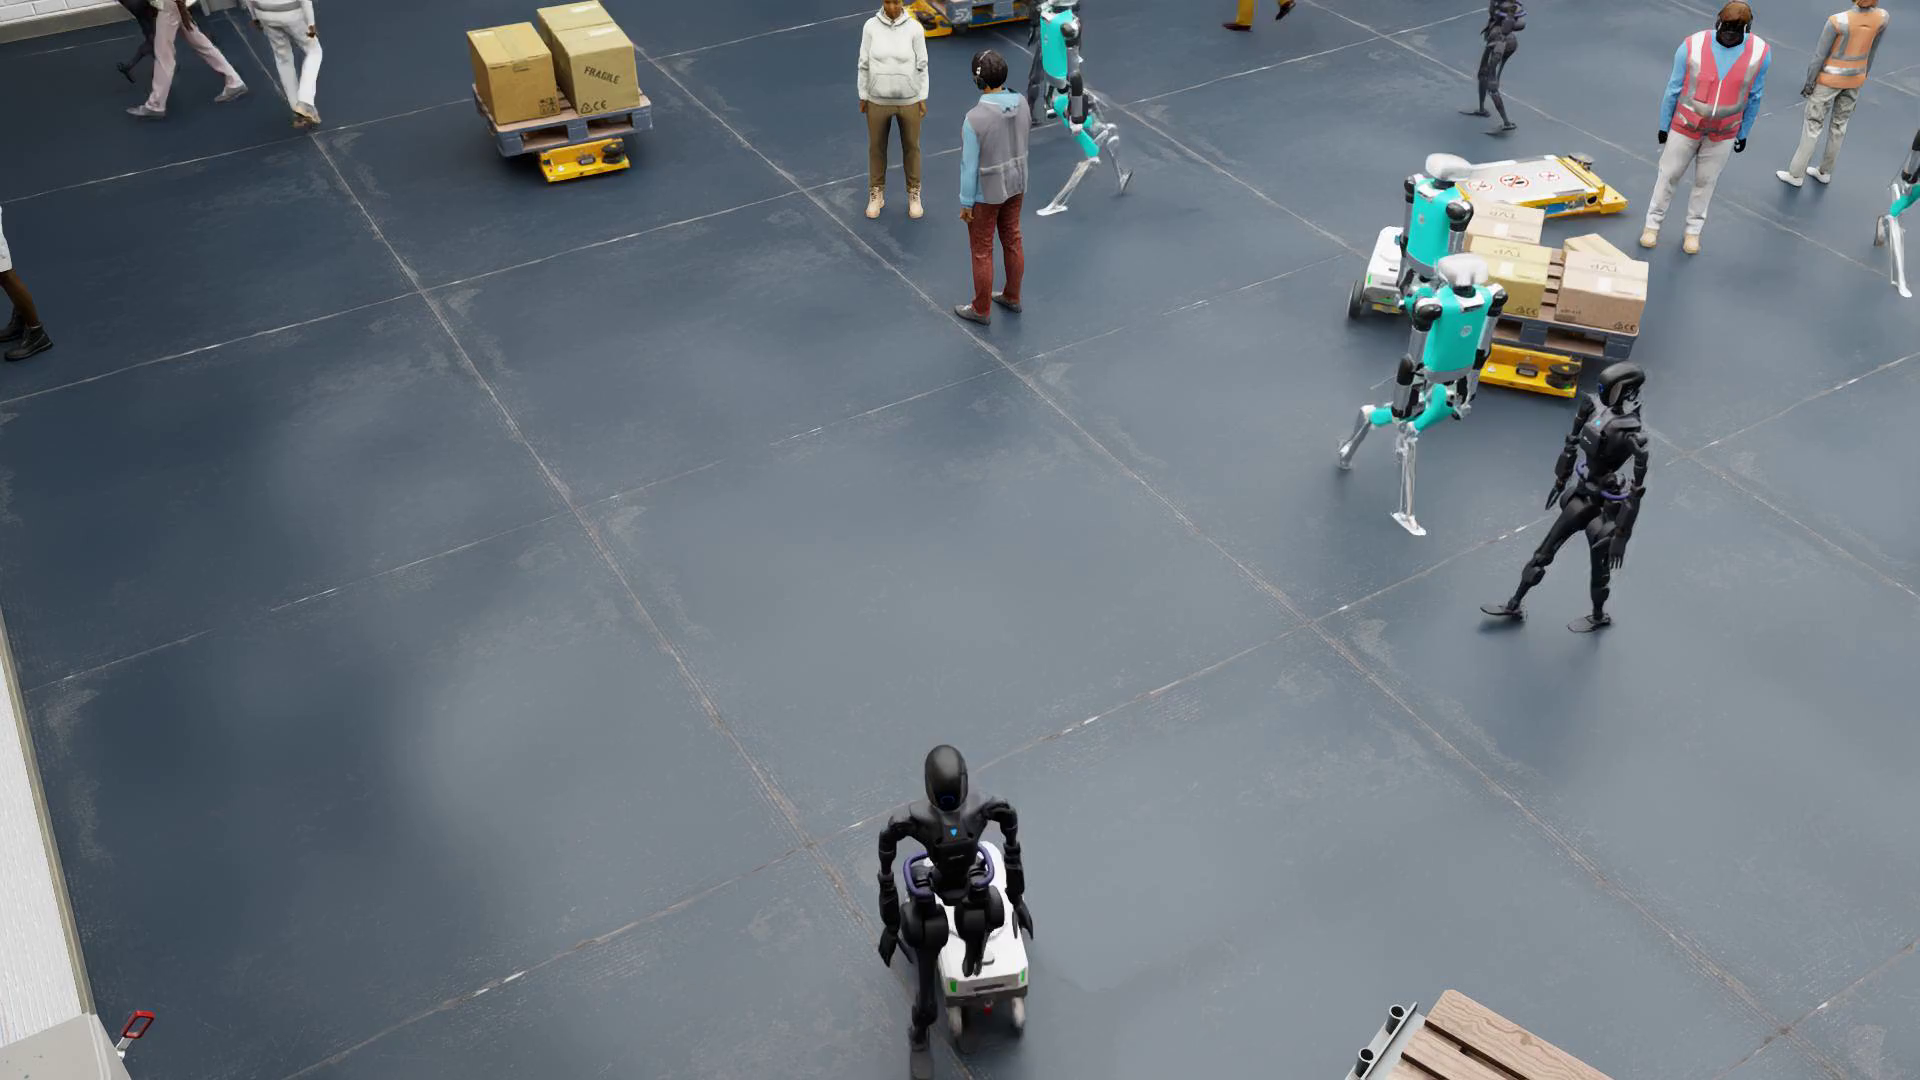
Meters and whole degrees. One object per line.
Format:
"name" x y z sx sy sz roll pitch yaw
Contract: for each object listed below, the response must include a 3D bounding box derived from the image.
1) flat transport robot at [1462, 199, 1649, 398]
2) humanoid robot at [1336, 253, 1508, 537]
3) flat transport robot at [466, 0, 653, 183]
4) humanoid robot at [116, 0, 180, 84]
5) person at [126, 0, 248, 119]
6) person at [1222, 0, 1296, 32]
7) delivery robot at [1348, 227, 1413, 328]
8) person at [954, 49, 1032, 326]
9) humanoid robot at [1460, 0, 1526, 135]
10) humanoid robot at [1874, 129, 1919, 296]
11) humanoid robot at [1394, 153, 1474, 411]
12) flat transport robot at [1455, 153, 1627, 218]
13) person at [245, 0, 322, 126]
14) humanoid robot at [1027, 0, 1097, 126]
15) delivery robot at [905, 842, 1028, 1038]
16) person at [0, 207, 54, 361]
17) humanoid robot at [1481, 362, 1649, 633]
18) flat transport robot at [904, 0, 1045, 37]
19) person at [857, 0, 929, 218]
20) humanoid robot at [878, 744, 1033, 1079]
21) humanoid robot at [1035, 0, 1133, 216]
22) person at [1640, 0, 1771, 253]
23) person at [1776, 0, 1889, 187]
"flat transport robot" 3.826 -1.433 11.100 0.659 0.231 1.431 13 40 15
"humanoid robot" 2.491 -0.933 9.309 0.540 1.783 0.921 -13 40 -15
"flat transport robot" -3.198 -3.310 13.469 0.659 0.231 1.431 -16 41 -19
"humanoid robot" -7.063 -4.655 14.044 0.559 1.636 0.598 -30 47 -32
"person" -6.514 -4.375 13.589 1.002 1.778 0.582 -21 43 -25
"person" 2.721 -5.411 14.934 0.590 1.723 0.556 22 43 25
"delivery robot" 2.973 -1.813 11.361 0.499 0.609 0.805 13 40 15
"person" 0.228 -2.277 10.877 0.534 1.873 0.416 -28 46 -31
"humanoid robot" 4.395 -4.107 13.346 0.408 1.639 0.595 3 38 4
"humanoid robot" 6.682 -2.665 11.502 0.539 1.775 0.988 3 38 4
"humanoid robot" 2.933 -1.471 10.009 0.667 1.855 0.558 -15 41 -18
"flat transport robot" 4.254 -2.635 12.617 1.431 0.231 0.659 -9 39 -12
"person" -5.425 -4.195 13.302 0.579 1.870 0.470 3 38 4
"humanoid robot" 0.806 -4.123 13.412 0.768 1.648 0.608 -24 44 -27
"delivery robot" 0.056 1.639 7.000 0.499 0.603 0.803 -6 39 -8
"person" -6.269 -2.039 10.524 0.371 1.934 0.550 -25 45 -28
"humanoid robot" 3.151 -0.157 8.378 0.713 1.634 0.610 -12 40 -15
"flat transport robot" 0.174 -5.008 15.611 1.431 0.231 0.659 -15 41 -18
"person" -0.482 -3.211 12.137 0.519 1.768 0.373 1 38 2
"humanoid robot" -0.016 1.419 6.366 0.610 1.656 0.356 -9 39 -11
"humanoid robot" 1.021 -3.253 12.232 0.954 1.763 0.540 -16 41 -19
"person" 5.229 -2.893 11.688 0.628 1.838 0.431 11 40 13
"person" 6.617 -3.458 12.559 0.506 1.629 0.314 -6 39 -7
